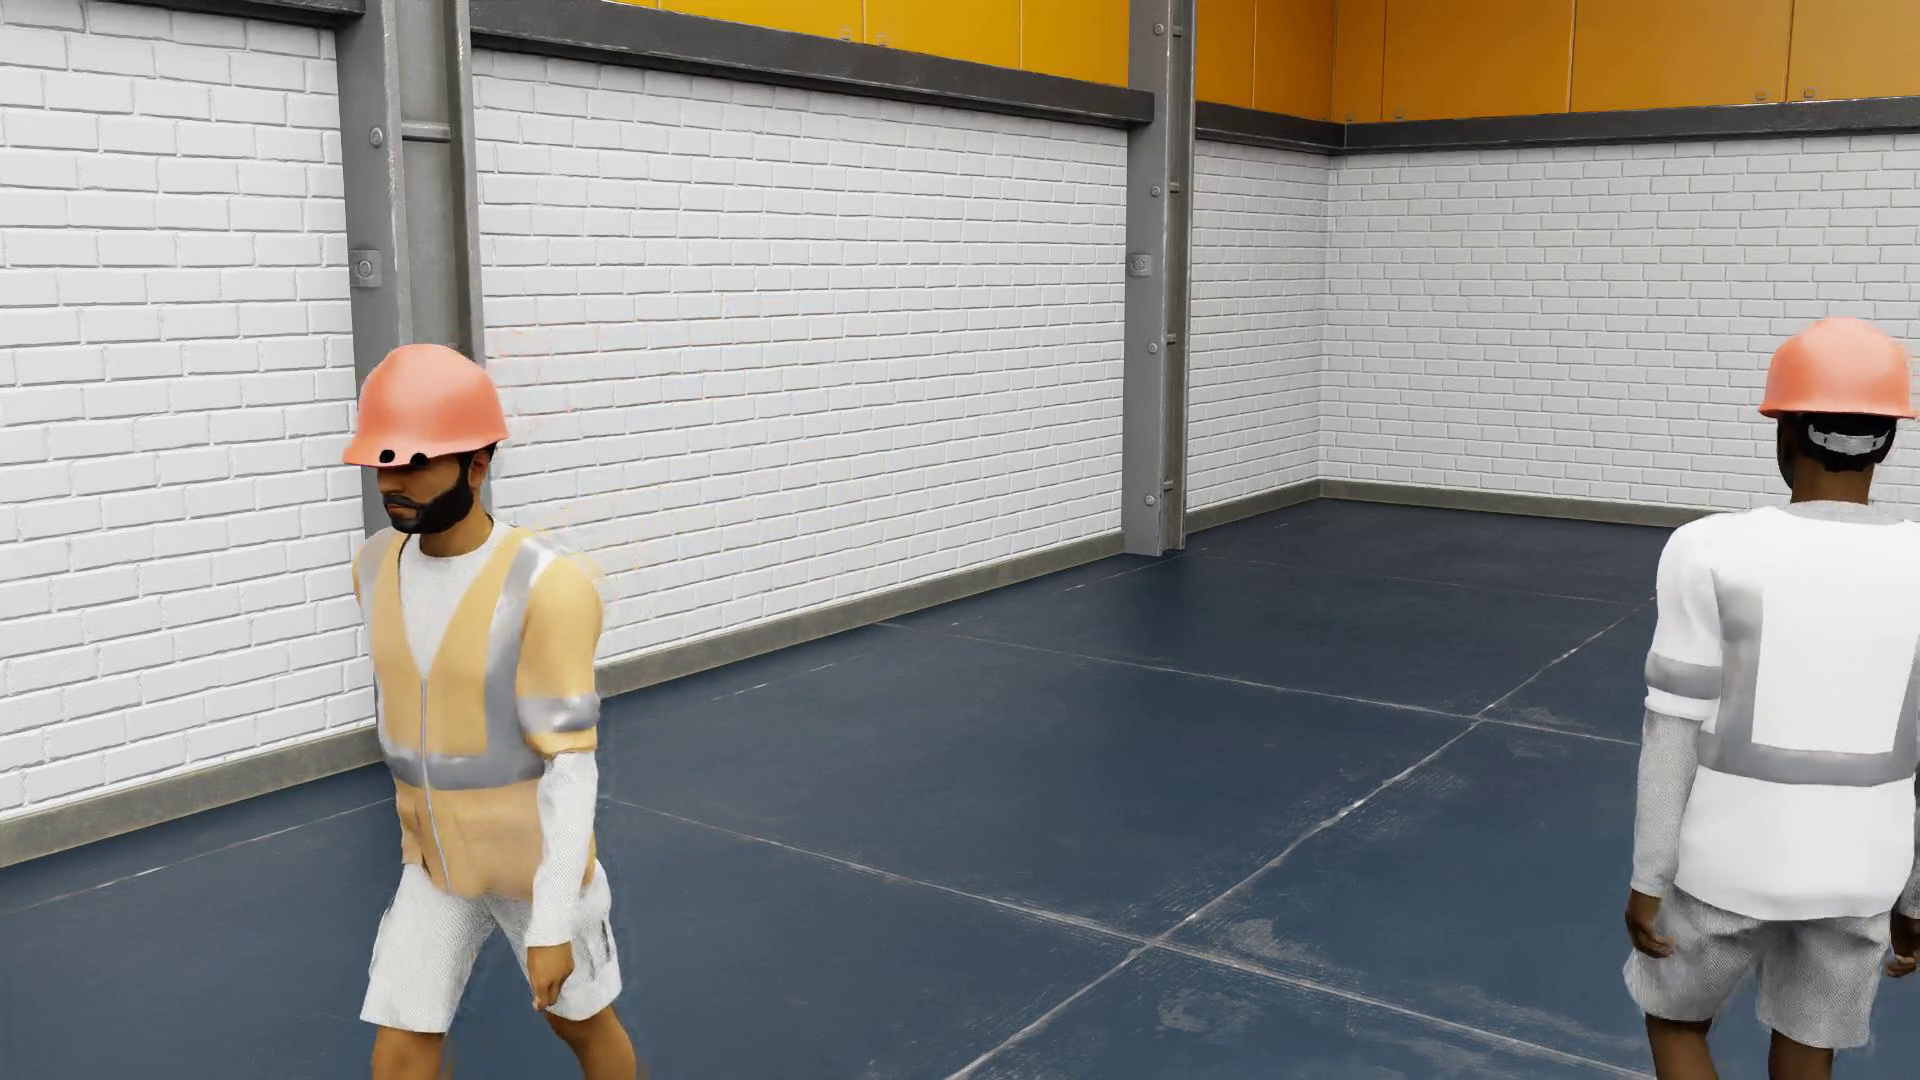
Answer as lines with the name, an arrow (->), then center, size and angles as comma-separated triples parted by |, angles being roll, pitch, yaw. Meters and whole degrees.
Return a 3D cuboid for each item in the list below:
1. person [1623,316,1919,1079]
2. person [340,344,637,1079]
person -> 1.472, 0.574, 2.941 | 0.553, 1.925, 0.460 | 2, 10, 9
person -> -0.899, 0.589, 3.011 | 0.558, 1.871, 1.045 | 4, 10, 24
